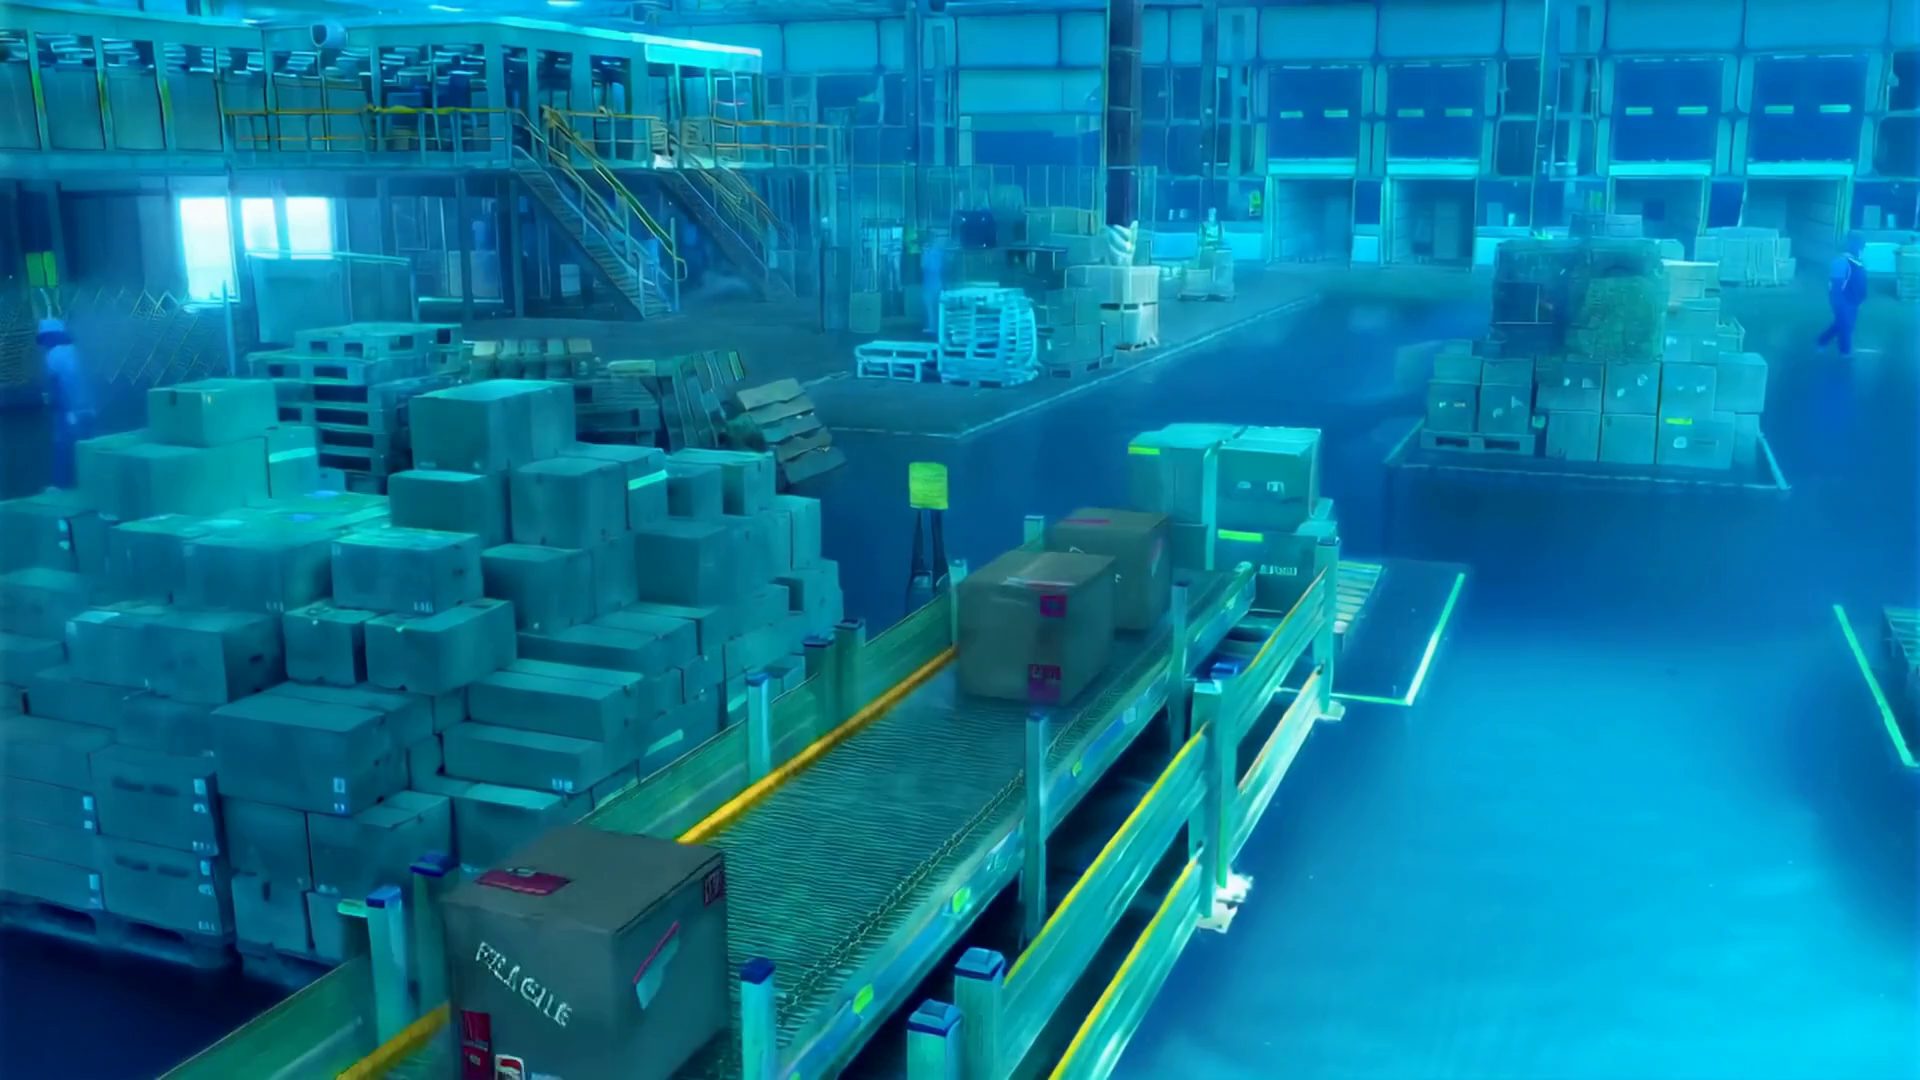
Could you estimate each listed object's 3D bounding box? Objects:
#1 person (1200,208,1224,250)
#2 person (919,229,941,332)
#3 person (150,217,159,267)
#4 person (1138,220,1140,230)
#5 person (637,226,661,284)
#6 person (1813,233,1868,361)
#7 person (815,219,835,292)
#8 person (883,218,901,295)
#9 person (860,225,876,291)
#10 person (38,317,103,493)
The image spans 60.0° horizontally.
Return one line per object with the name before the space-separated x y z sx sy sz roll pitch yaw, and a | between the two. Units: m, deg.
person | 7.160 -8.425 47.136 0.633 1.918 0.777 -1 13 -3
person | -0.530 -4.856 31.149 0.559 1.912 0.574 -9 16 -36
person | -19.967 -7.206 41.775 0.662 1.879 0.852 0 13 -2
person | 5.343 -9.369 51.559 0.621 1.845 0.429 -8 15 -32
person | -6.584 -5.728 35.255 1.006 1.836 0.585 -11 17 -41
person | 14.071 -3.859 26.396 0.699 2.000 0.605 -9 16 -36
person | -3.369 -7.062 41.335 0.534 1.806 0.978 2 13 8
person | -1.619 -6.822 40.112 0.599 1.848 0.481 9 16 36
person | -1.834 -5.450 33.833 0.397 1.911 0.587 0 13 2
person | -8.182 -1.242 15.500 0.928 1.676 0.496 3 13 12
